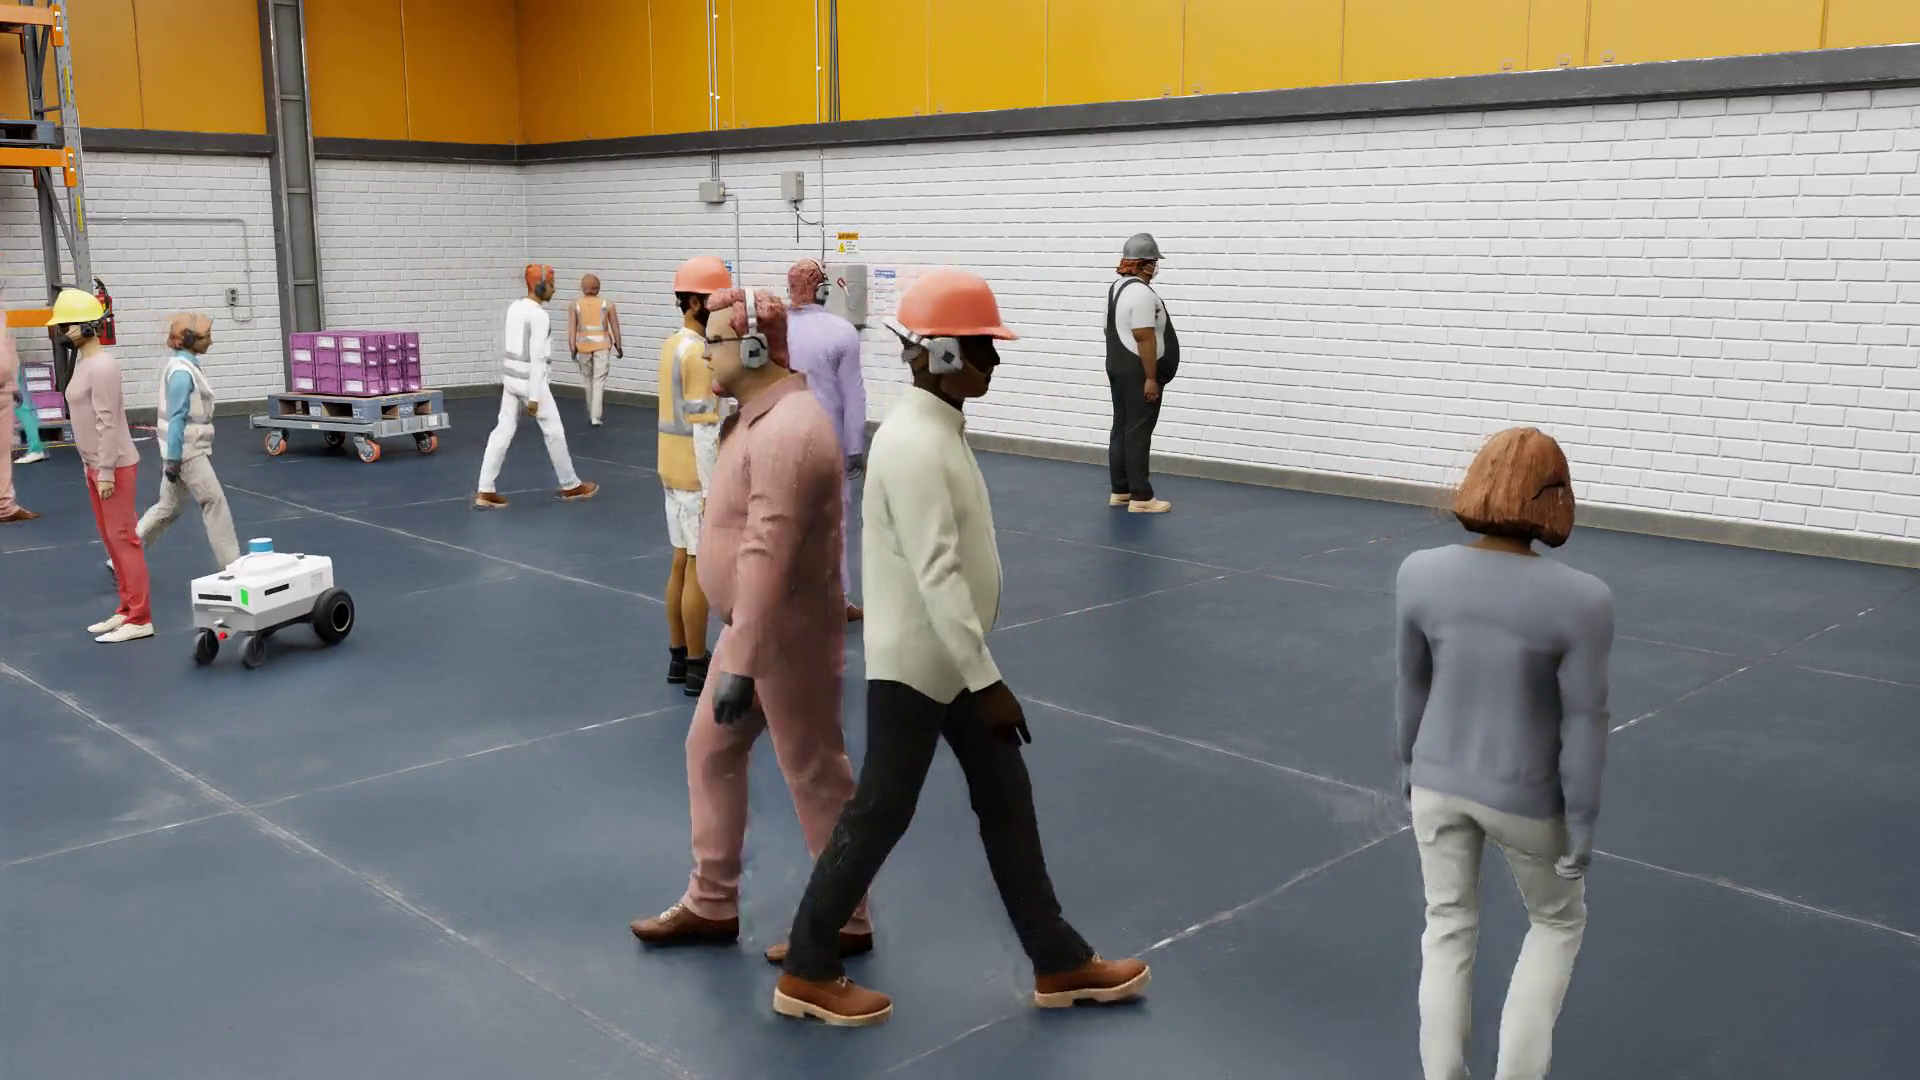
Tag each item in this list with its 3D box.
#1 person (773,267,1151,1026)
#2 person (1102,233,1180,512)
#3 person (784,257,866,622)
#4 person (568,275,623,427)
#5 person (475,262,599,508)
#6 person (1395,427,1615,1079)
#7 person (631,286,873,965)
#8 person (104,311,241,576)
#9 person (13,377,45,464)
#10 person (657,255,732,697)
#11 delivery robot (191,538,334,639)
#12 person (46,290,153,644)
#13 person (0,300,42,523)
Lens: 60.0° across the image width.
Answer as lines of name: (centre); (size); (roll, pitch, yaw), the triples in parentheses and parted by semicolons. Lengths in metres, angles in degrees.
person: (-0.036, 0.299, 4.197); (0.977, 1.944, 0.605); (2, 11, 11)
person: (1.349, -1.234, 12.275); (0.535, 2.000, 0.674); (-3, 11, -16)
person: (-0.779, -0.507, 8.677); (0.644, 1.907, 0.399); (4, 11, 19)
person: (-3.894, -2.030, 17.815); (0.531, 1.593, 0.844); (0, 10, 0)
person: (-3.208, -1.146, 12.405); (0.586, 1.829, 1.036); (9, 13, 39)
person: (1.175, 0.559, 3.653); (0.501, 1.620, 0.357); (8, 13, 38)
person: (-0.603, 0.267, 4.515); (0.793, 1.876, 0.664); (-3, 11, -16)
person: (-4.444, -0.496, 9.427); (0.819, 1.605, 0.538); (-4, 11, -23)
person: (-8.505, -1.489, 14.491); (0.540, 1.720, 0.910); (8, 13, 38)
person: (-1.143, -0.281, 7.367); (0.376, 1.934, 0.547); (-4, 11, -22)
delivery robot: (-3.373, 0.235, 8.061); (0.477, 0.478, 0.707); (3, 11, 15)
person: (-4.298, -0.364, 8.306); (0.348, 1.756, 0.518); (-8, 13, -38)
person: (-6.749, -1.003, 11.521); (0.396, 1.864, 0.754); (3, 11, 17)
